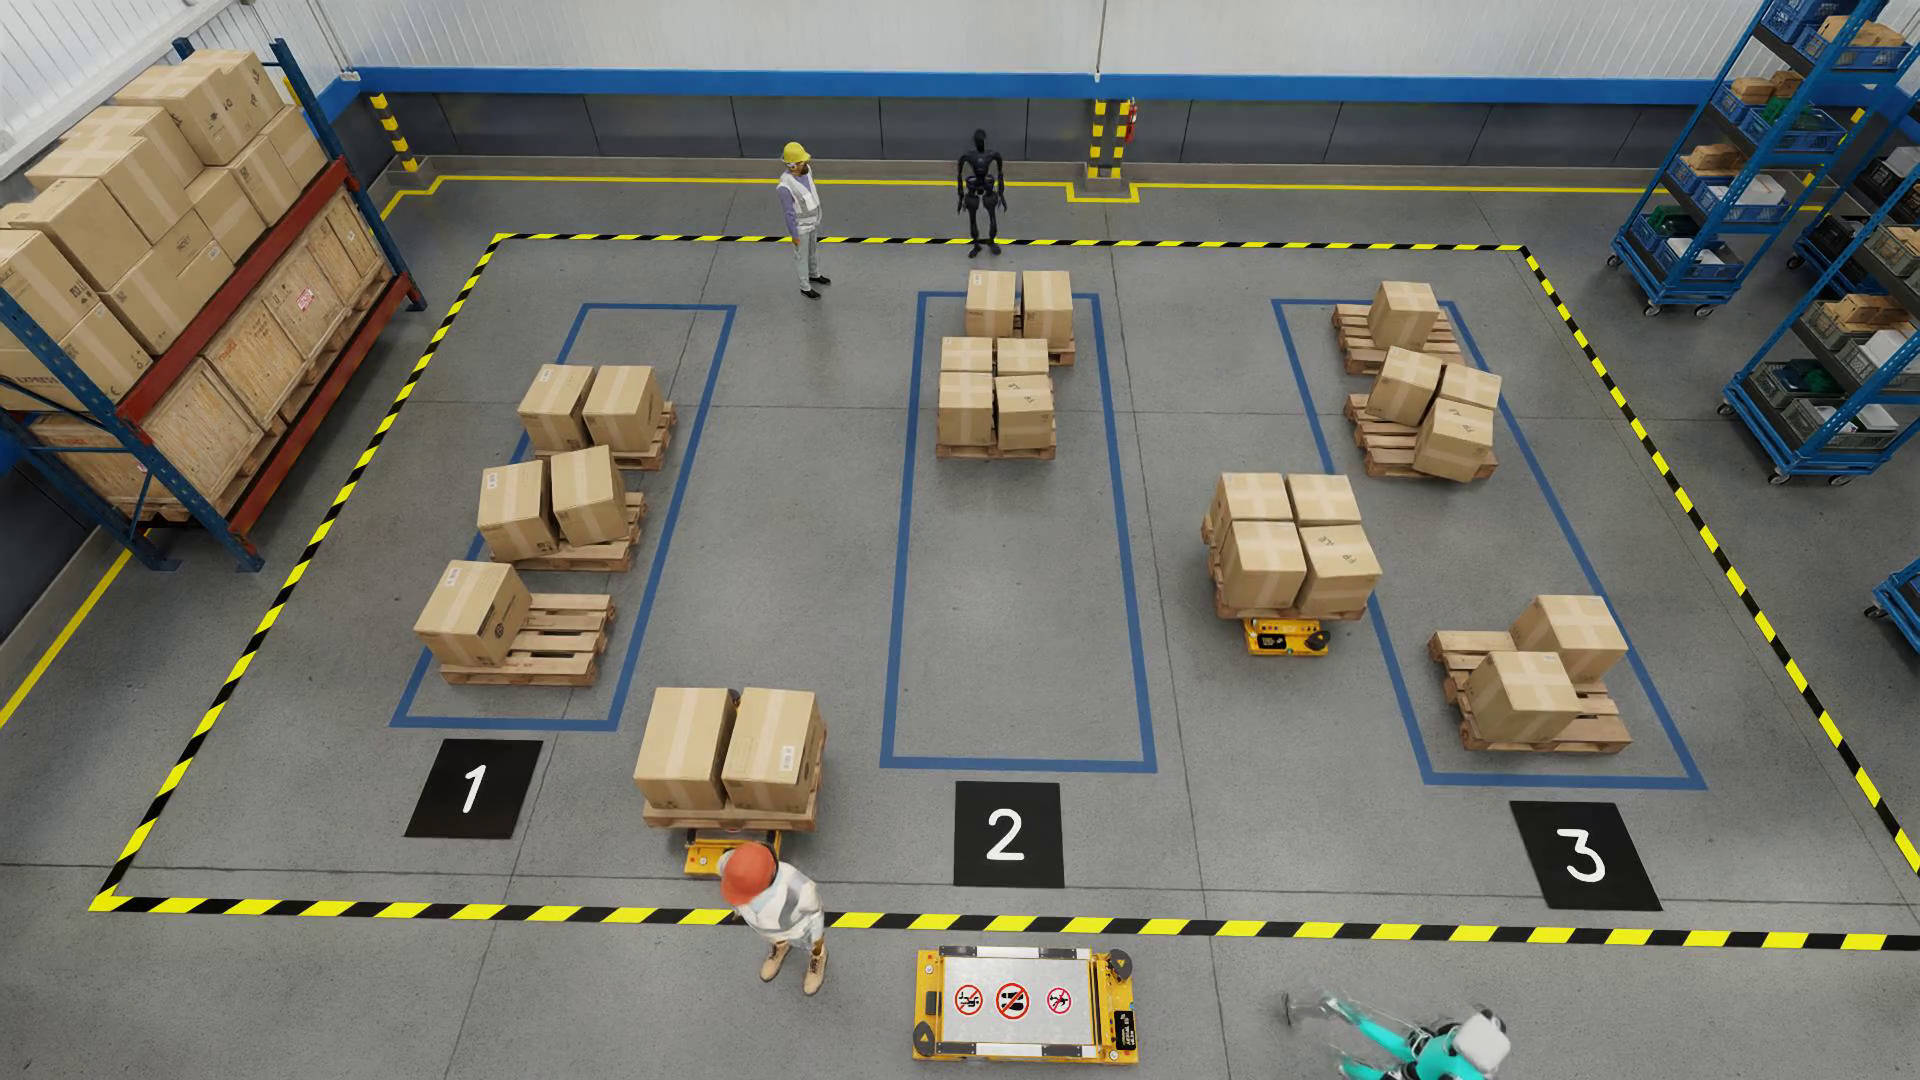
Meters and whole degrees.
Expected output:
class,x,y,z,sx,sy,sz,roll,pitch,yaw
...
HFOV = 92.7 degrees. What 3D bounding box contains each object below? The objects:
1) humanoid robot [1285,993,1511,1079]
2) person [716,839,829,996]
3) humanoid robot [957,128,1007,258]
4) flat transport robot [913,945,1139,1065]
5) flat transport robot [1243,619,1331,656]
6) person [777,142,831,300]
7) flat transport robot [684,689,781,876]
class,x,y,z,sx,sy,sz,roll,pitch,yaw
humanoid robot,2.340,2.821,5.274,0.529,1.783,1.015,-37,60,-26
person,-1.103,2.275,5.488,0.613,2.040,0.372,14,52,11
humanoid robot,0.260,-4.143,10.952,0.604,1.640,0.401,-5,51,-4
flat transport robot,0.422,3.041,6.007,1.431,0.231,0.659,1,51,1
flat transport robot,2.800,0.370,8.166,0.652,0.197,1.431,1,51,1
person,-1.767,-3.626,10.429,0.404,1.836,0.597,15,52,12
flat transport robot,-1.639,1.810,6.992,0.652,0.197,1.431,1,51,1
